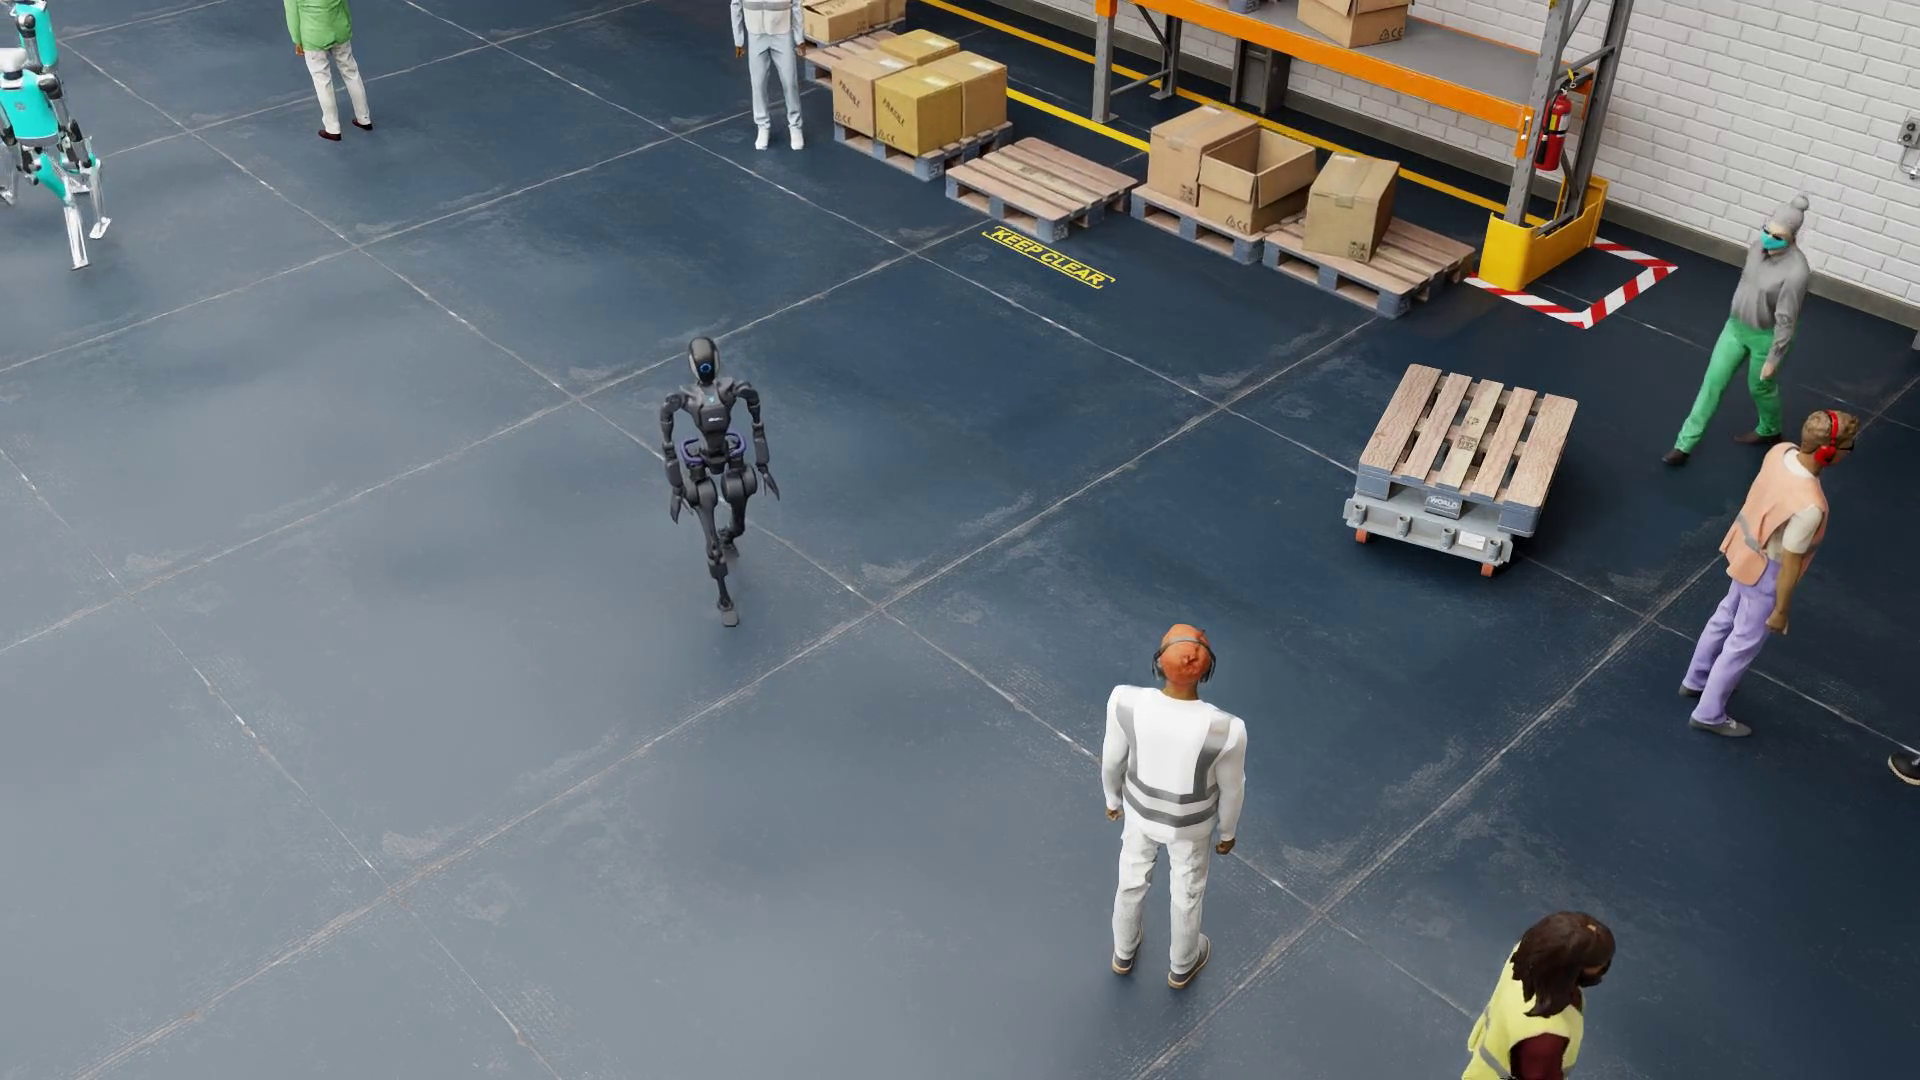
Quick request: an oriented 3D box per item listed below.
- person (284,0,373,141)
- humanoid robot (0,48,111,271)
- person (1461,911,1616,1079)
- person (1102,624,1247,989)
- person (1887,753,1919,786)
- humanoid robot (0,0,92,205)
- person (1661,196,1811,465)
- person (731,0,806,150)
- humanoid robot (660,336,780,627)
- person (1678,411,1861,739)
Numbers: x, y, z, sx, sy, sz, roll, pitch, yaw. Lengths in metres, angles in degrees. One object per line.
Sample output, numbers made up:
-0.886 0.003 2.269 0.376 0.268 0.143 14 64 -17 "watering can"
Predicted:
-5.320 -4.234 13.893 0.388 1.776 0.539 30 46 34 "person"
-6.544 -2.839 12.092 0.531 1.719 1.022 -5 37 -7 "humanoid robot"
1.978 1.900 5.781 0.492 1.757 0.481 12 39 16 "person"
0.852 1.100 6.738 0.574 1.884 0.355 13 39 17 "person"
4.789 0.366 7.661 0.665 1.942 0.405 -7 38 -9 "person"
-7.299 -3.404 12.871 0.873 1.840 0.552 -7 38 -10 "humanoid robot"
4.773 -1.246 9.921 0.925 1.800 0.526 -14 39 -17 "person"
-1.569 -4.162 13.688 0.600 1.904 0.394 0 37 1 "person"
-1.299 -0.389 8.924 0.601 1.655 0.738 -12 39 -16 "humanoid robot"
3.864 0.163 8.017 0.378 1.838 0.564 5 37 6 "person"
